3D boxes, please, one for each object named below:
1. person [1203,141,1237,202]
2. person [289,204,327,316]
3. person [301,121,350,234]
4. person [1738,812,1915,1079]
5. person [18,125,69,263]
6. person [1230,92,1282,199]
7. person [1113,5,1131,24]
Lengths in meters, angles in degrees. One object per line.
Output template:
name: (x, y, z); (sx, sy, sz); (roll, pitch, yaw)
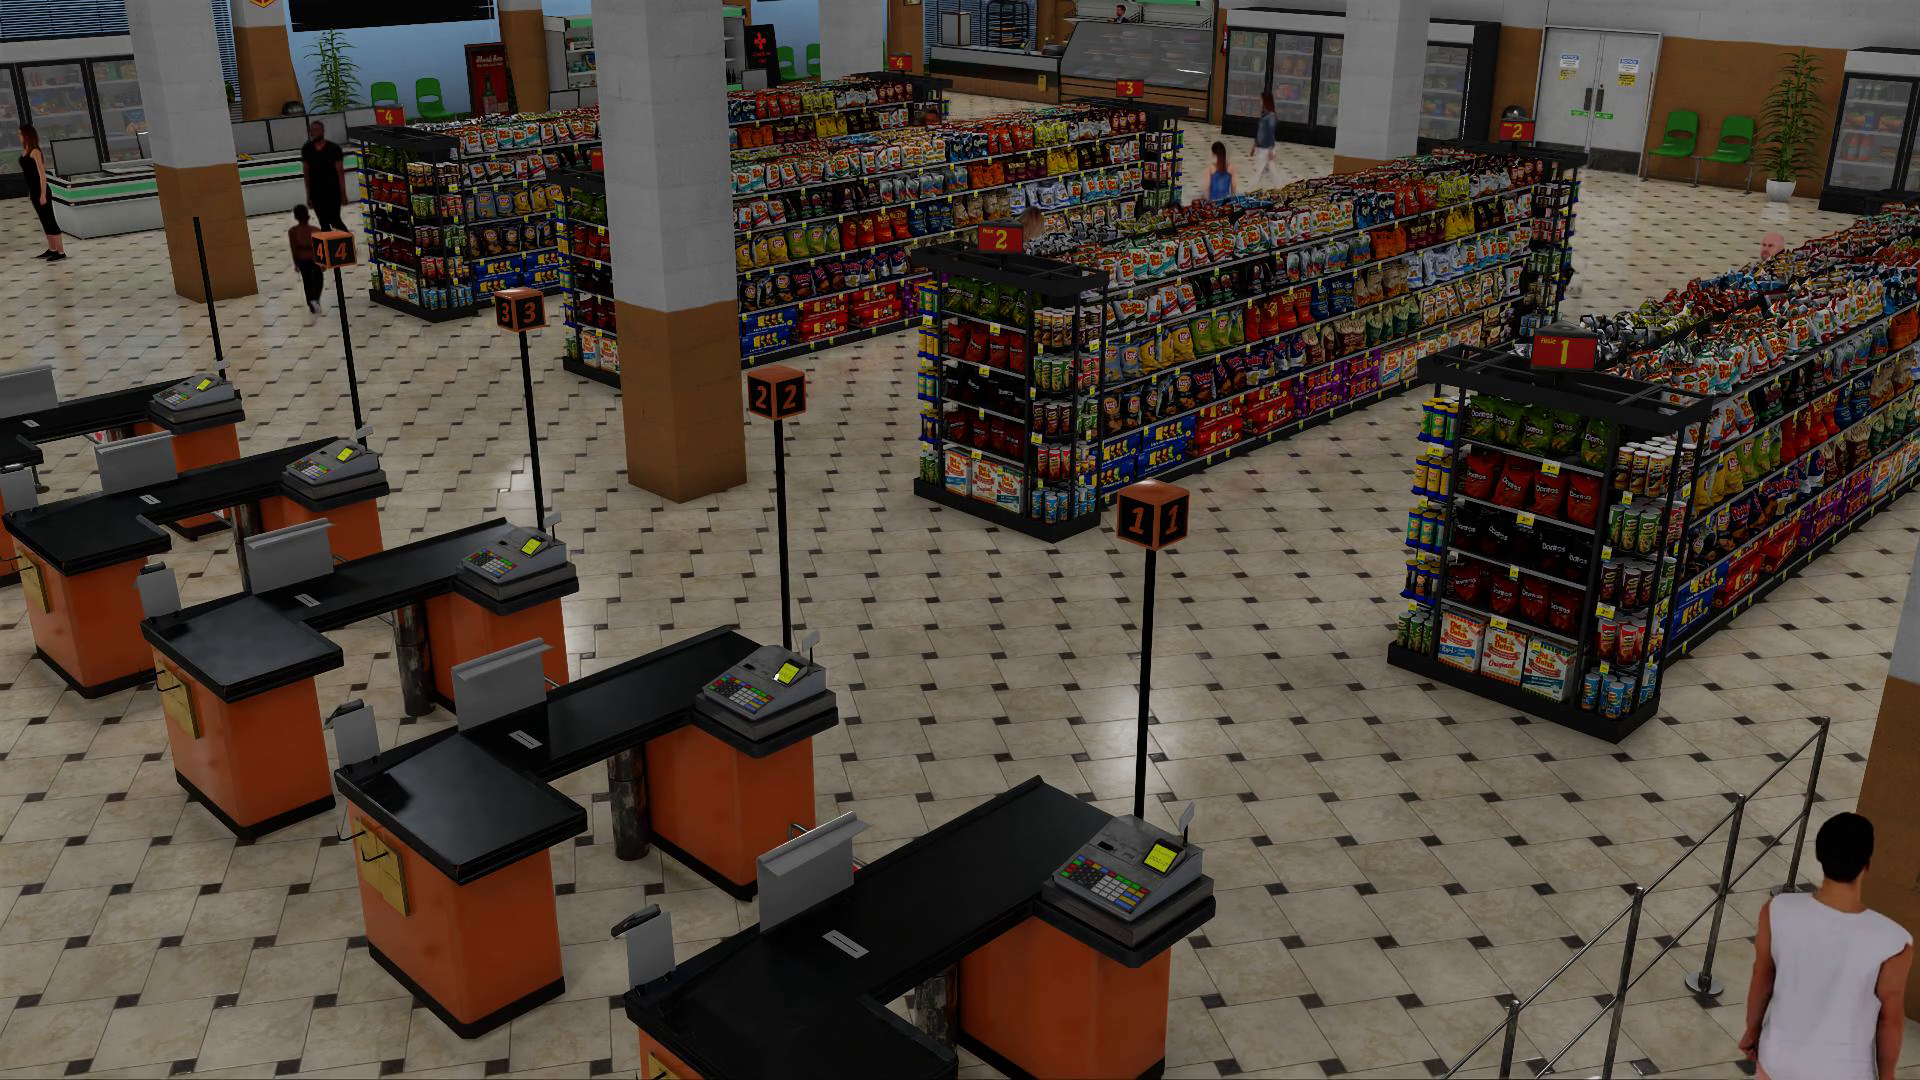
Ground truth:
person: (3.248, -4.119, 20.739); (1.101, 1.565, 1.090); (-2, 22, -6)
person: (-7.342, -3.135, 18.720); (0.743, 1.244, 0.774); (-4, 22, -11)
person: (-8.009, -4.389, 21.089); (0.960, 1.805, 1.024); (0, 22, 1)
person: (2.936, 1.798, 5.735); (0.922, 1.772, 0.671); (-20, 29, -40)
person: (-11.821, -4.463, 21.380); (0.577, 1.726, 0.501); (19, 29, 40)
person: (4.644, -5.778, 24.737); (1.144, 1.663, 1.075); (0, 22, -1)
person: (3.711, -11.418, 38.498); (0.548, 1.867, 0.630); (-20, 30, -41)
